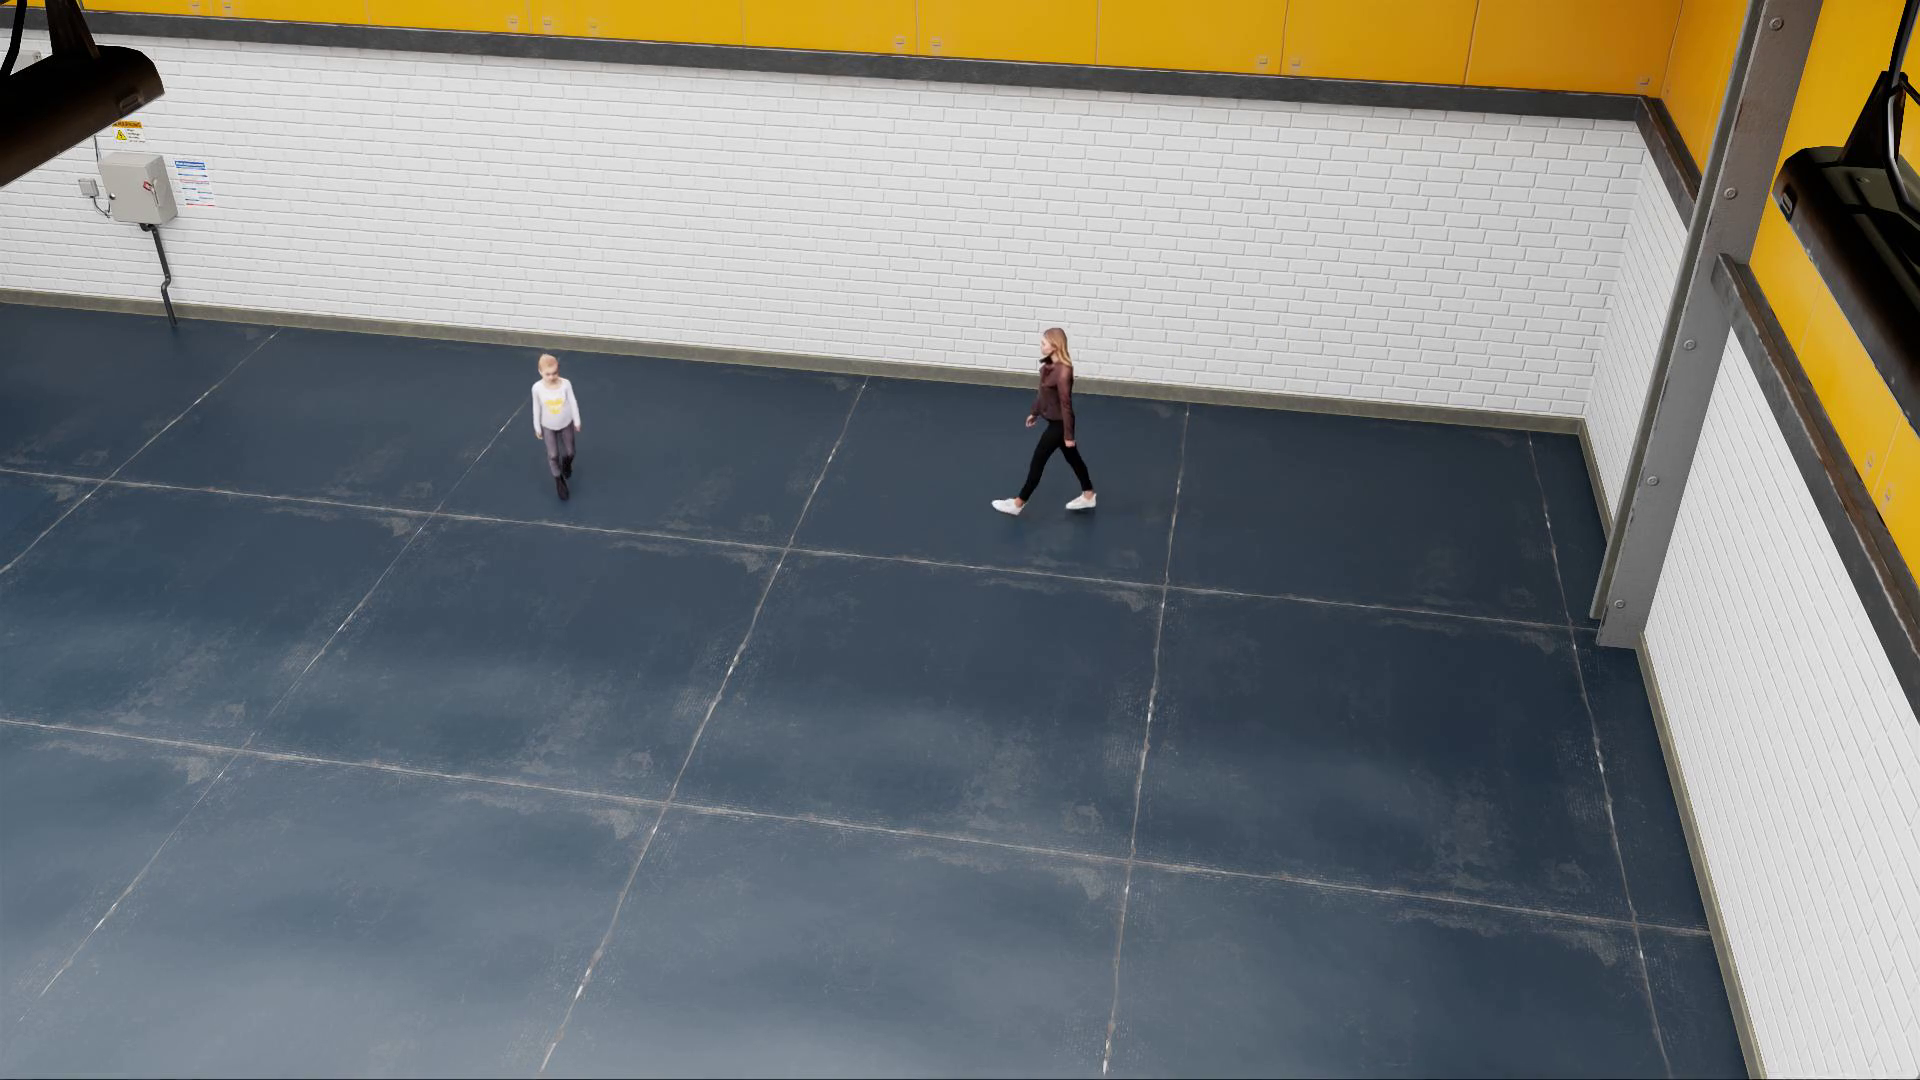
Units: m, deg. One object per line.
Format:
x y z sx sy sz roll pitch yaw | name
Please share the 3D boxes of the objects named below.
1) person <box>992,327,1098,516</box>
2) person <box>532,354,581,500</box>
0.862 -0.909 13.193 0.861 1.654 1.097 -2 34 -3 | person
-3.321 -0.979 13.651 0.687 1.265 0.784 -9 35 -14 | person
